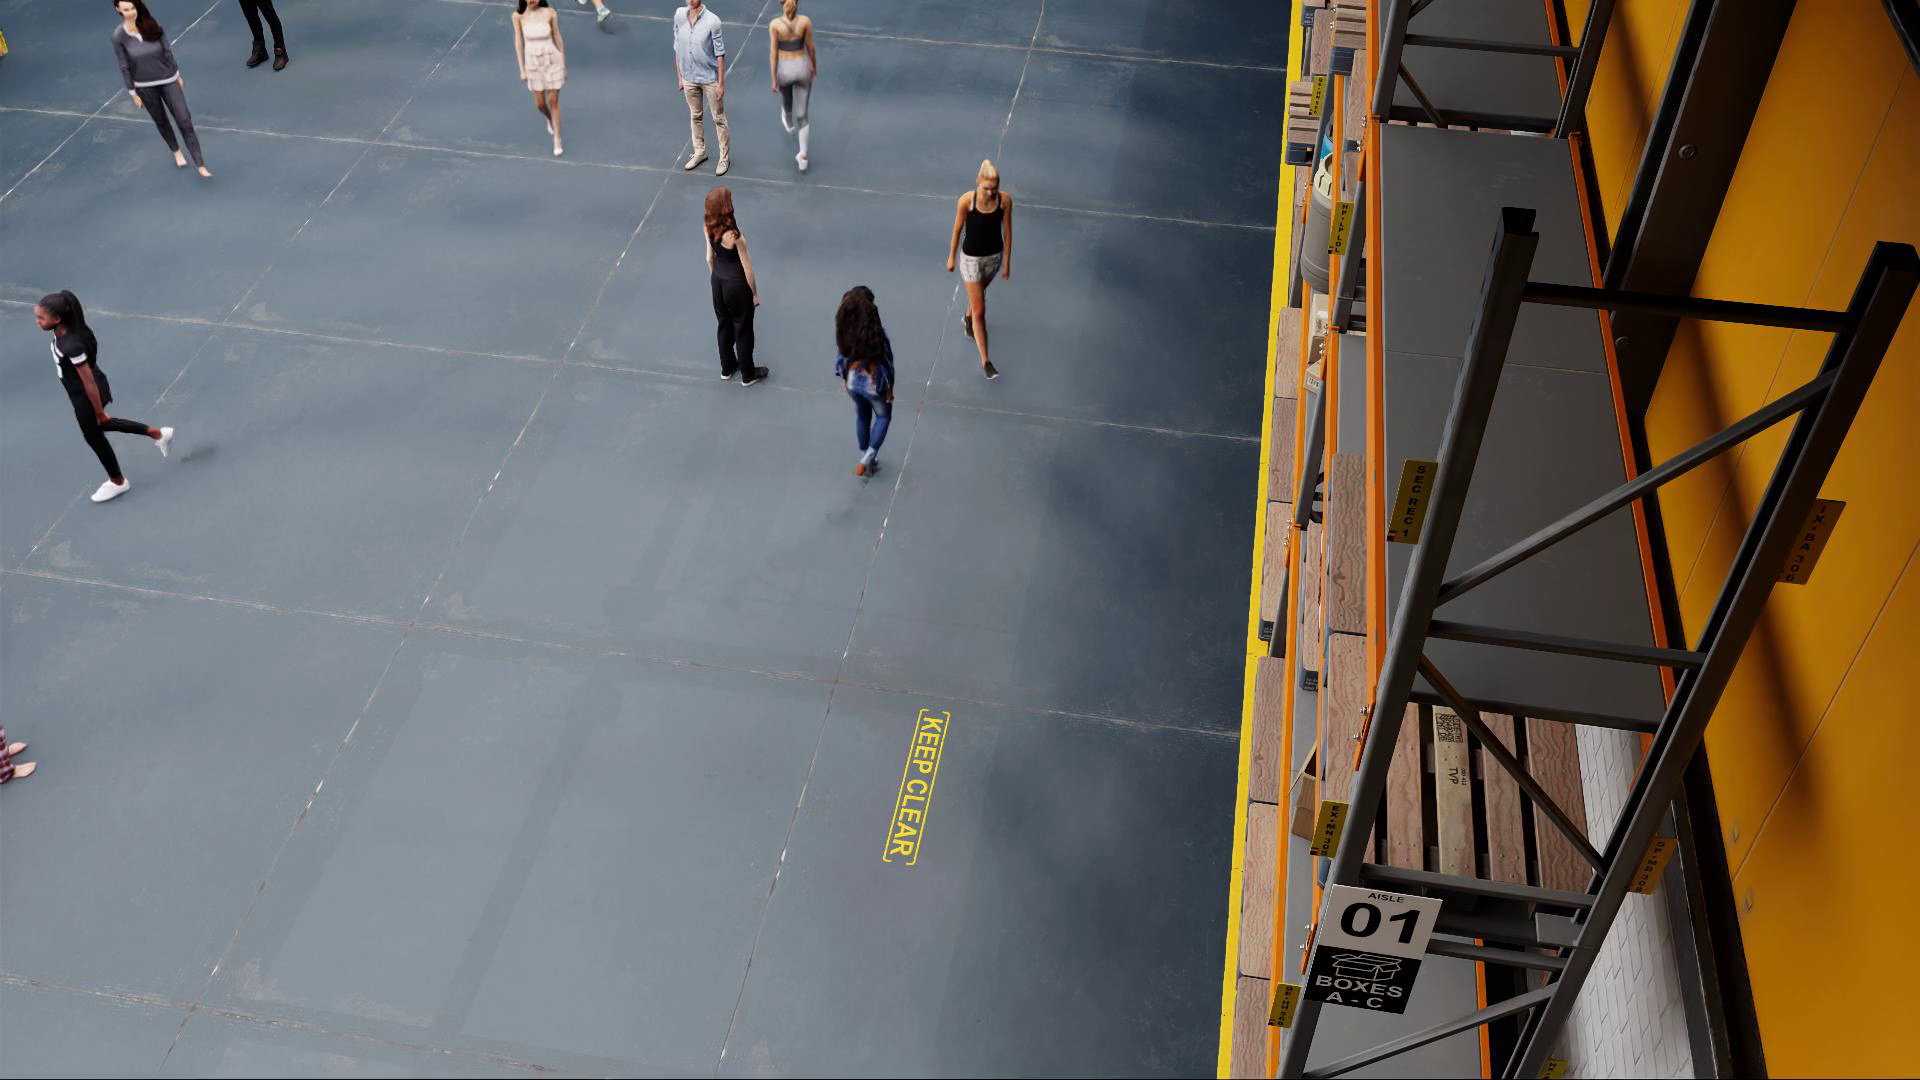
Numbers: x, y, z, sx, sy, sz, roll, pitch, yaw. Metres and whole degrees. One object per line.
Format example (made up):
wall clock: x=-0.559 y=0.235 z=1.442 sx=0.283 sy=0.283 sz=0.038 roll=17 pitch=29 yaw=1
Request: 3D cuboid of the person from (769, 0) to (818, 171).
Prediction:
person: x=-1.511 y=-4.209 z=15.278 sx=0.859 sy=1.663 sz=1.169 roll=-8 pitch=44 yaw=-8

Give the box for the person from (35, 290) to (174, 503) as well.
person: x=-6.167 y=-1.065 z=11.940 sx=1.021 sy=1.715 sz=0.969 roll=-25 pitch=49 yaw=-24

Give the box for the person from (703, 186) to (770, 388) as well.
person: x=-1.780 y=-1.960 z=12.856 sx=0.643 sy=1.748 sz=0.639 roll=23 pitch=48 yaw=22

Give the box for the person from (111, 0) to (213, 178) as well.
person: x=-7.369 y=-4.188 z=15.203 sx=1.024 sy=1.736 sz=1.100 roll=-24 pitch=49 yaw=-23

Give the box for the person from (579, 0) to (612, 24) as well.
person: x=-3.963 y=-6.293 z=17.367 sx=1.206 sy=1.799 sz=1.279 roll=-25 pitch=49 yaw=-24

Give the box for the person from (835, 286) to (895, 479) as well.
person: x=-0.689 y=-1.077 z=12.033 sx=0.715 sy=1.605 sz=0.812 roll=19 pitch=47 yaw=19

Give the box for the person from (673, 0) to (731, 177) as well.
person: x=-2.351 y=-4.241 z=15.177 sx=0.683 sy=1.848 sz=0.607 roll=14 pitch=45 yaw=14

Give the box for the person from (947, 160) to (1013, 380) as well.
person: x=0.149 y=-2.262 z=13.150 sx=1.012 sy=1.779 sz=1.299 roll=-10 pitch=45 yaw=-10

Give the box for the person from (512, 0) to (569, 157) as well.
person: x=-3.870 y=-4.423 z=15.454 sx=0.725 sy=1.729 sz=0.802 roll=-9 pitch=44 yaw=-9

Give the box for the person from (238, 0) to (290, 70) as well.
person: x=-7.132 y=-5.619 z=16.675 sx=0.640 sy=1.778 sz=0.599 roll=11 pitch=45 yaw=11
